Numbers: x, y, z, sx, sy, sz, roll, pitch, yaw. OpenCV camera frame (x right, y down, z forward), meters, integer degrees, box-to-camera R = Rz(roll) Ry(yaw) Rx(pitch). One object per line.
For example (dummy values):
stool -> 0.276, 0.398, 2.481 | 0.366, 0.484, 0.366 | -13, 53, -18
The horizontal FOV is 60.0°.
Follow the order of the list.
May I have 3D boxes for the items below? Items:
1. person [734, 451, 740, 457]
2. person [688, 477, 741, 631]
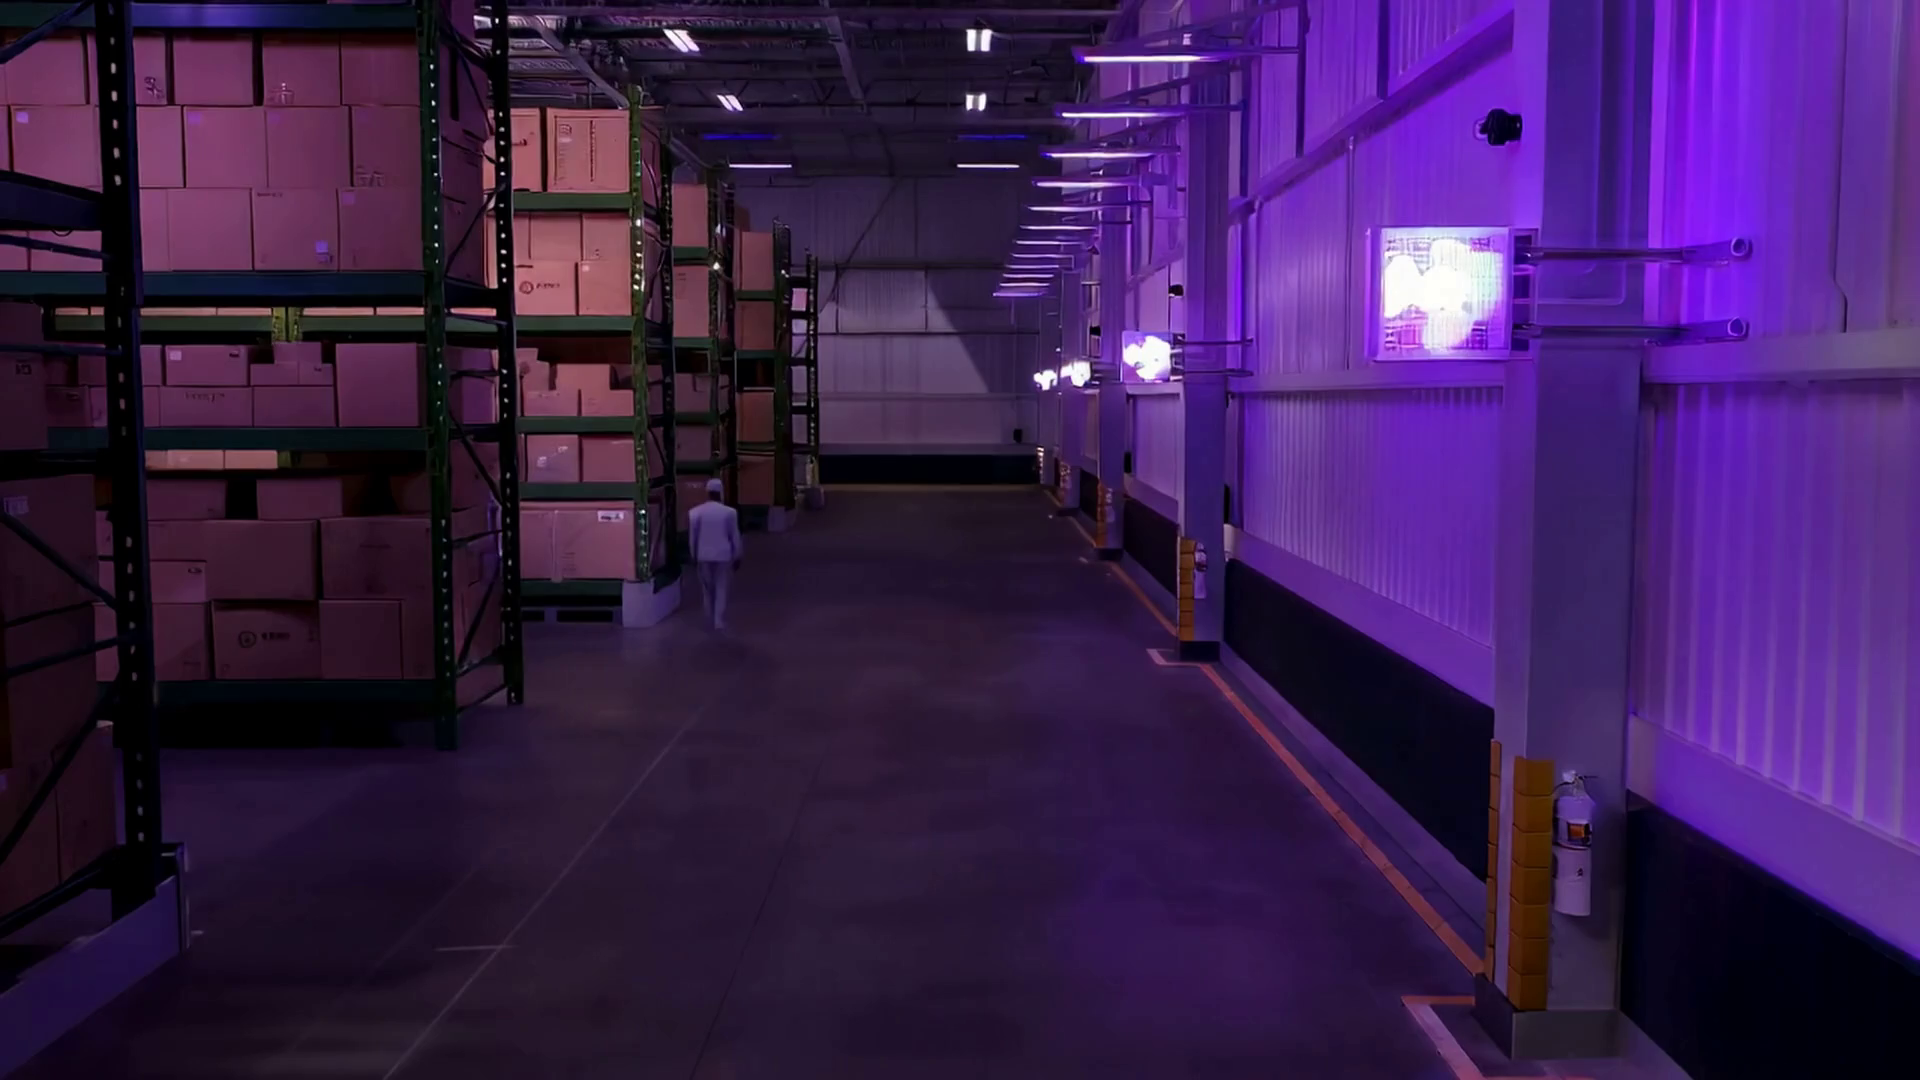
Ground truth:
person -> -5.188, -1.465, 38.119 | 0.314, 1.641, 0.515 | 1, 5, 16
person -> -2.749, 0.157, 18.658 | 0.586, 1.733, 0.398 | 0, 5, -3
